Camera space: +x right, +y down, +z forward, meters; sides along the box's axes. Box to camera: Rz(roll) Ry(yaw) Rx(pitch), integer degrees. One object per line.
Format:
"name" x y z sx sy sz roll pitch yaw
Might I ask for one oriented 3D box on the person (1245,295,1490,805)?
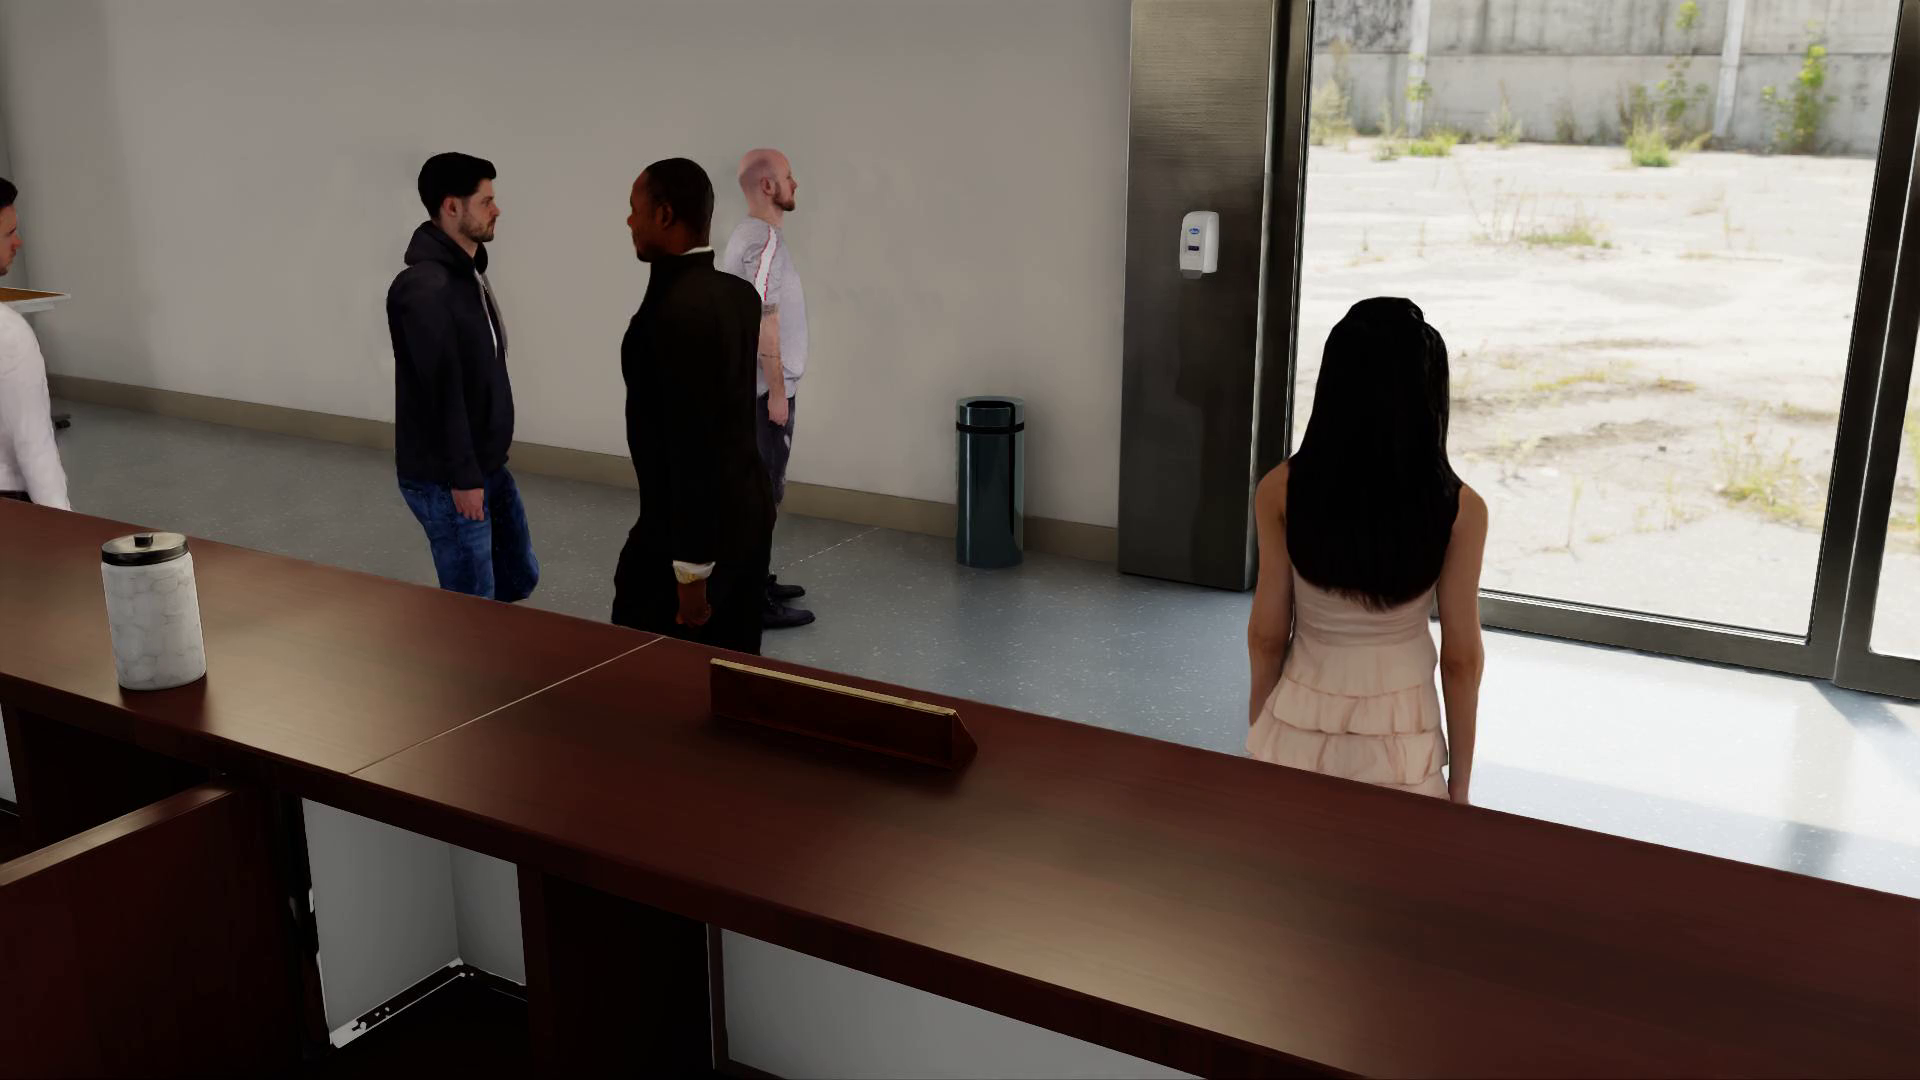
"person" 0.708 0.423 3.053 0.617 1.734 0.592 5 16 17

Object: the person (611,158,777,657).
"person" -0.573 -0.005 4.278 0.854 1.892 0.755 4 16 13

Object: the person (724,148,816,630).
"person" -0.778 -0.586 6.454 0.801 1.829 0.725 -3 16 -10

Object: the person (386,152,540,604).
"person" -1.620 -0.211 5.042 0.876 1.874 0.806 0 16 -1
